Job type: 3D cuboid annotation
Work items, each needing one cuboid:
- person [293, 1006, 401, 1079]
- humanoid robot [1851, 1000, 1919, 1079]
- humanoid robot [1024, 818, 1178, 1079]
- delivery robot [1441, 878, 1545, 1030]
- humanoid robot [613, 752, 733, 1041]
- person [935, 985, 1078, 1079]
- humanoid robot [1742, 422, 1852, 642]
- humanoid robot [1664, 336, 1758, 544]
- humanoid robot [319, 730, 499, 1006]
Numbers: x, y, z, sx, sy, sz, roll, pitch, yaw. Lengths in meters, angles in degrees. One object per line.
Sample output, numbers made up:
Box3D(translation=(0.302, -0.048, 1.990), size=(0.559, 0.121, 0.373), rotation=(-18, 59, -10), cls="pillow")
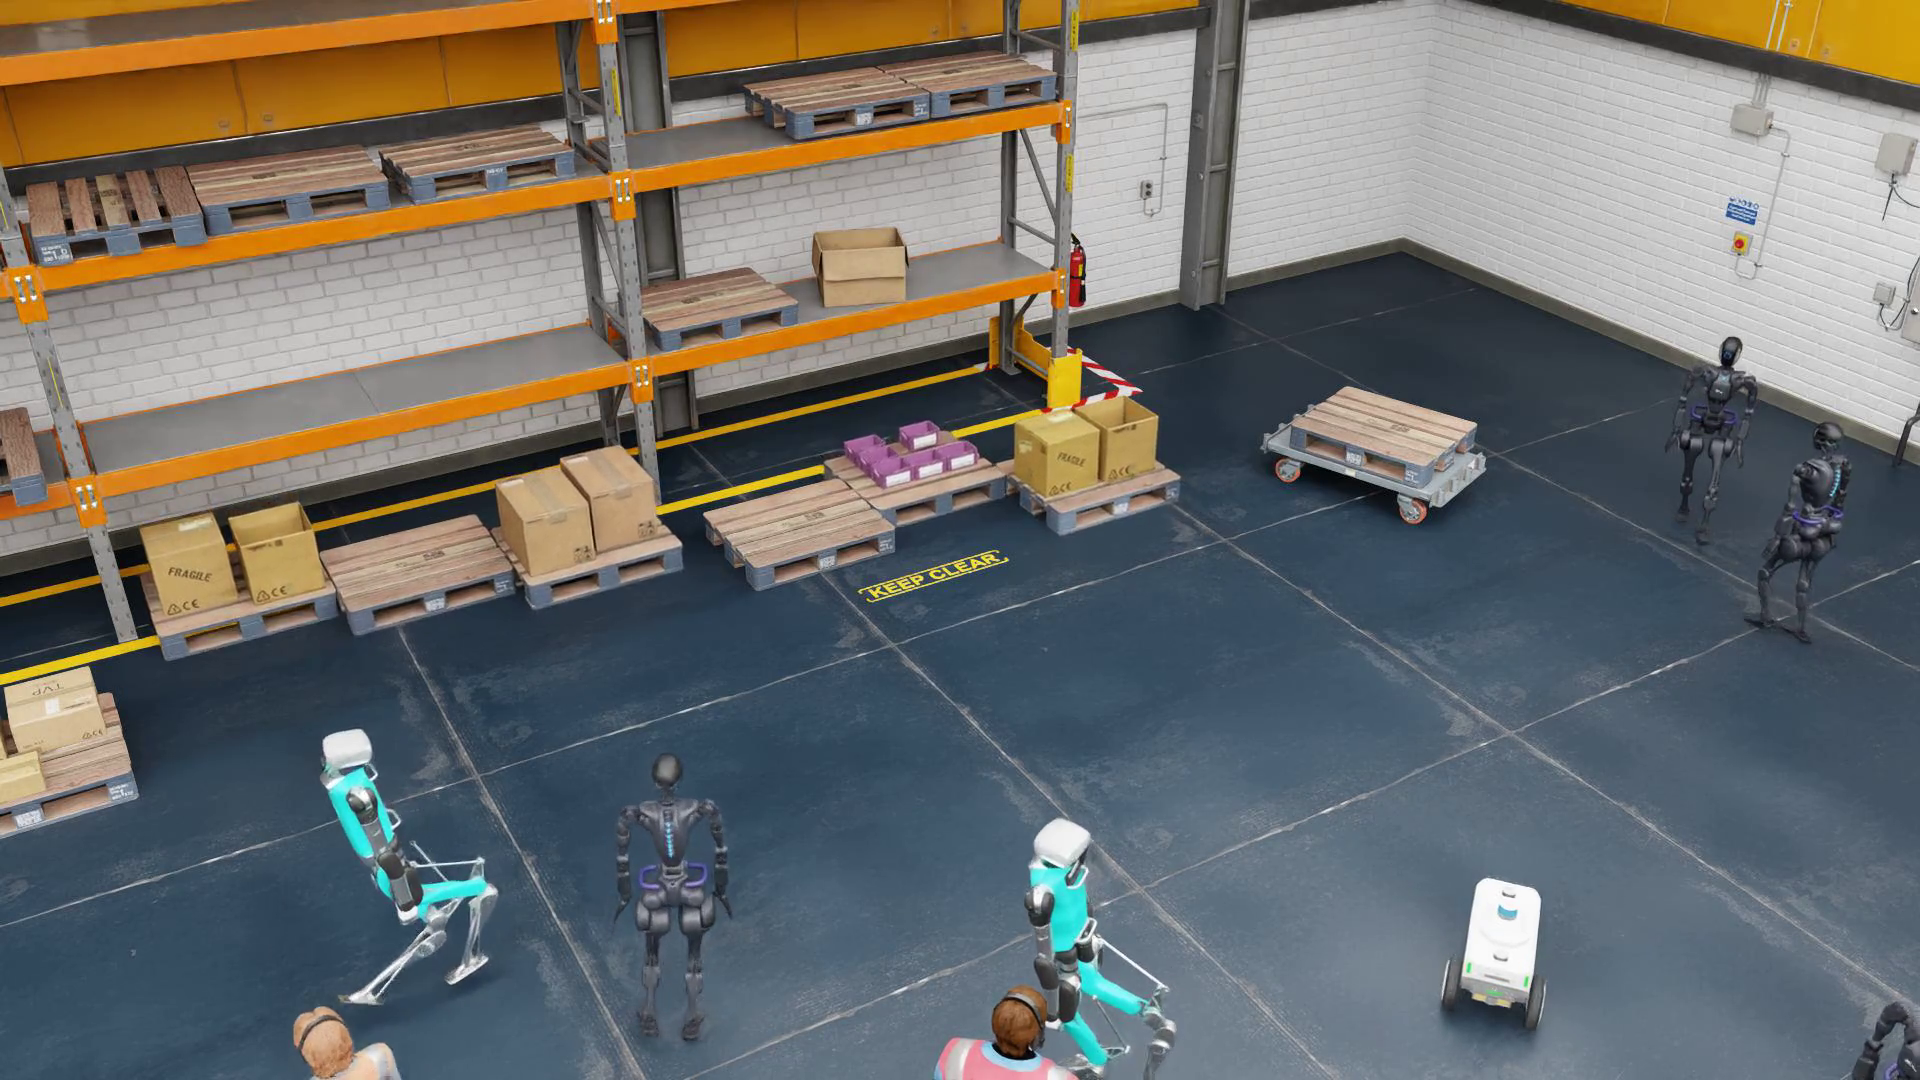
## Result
Box3D(translation=(-2.488, 2.627, 6.956), size=(0.694, 1.616, 0.523), rotation=(25, 38, 37), cls="person")
Box3D(translation=(4.153, 2.500, 7.186), size=(0.797, 1.619, 0.603), rotation=(-13, 32, -21), cls="humanoid robot")
Box3D(translation=(0.674, 2.105, 7.789), size=(1.054, 1.735, 0.541), rotation=(13, 32, 21), cls="humanoid robot")
Box3D(translation=(2.868, 2.183, 8.839), size=(0.499, 0.613, 0.807), rotation=(10, 31, 18), cls="delivery robot")
Box3D(translation=(-1.455, 1.803, 8.357), size=(0.606, 1.637, 0.375), rotation=(-4, 30, -7), cls="humanoid robot")
Box3D(translation=(0.212, 2.565, 6.853), size=(0.628, 1.835, 0.431), rotation=(11, 31, 19), cls="person")
Box3D(translation=(5.926, -0.070, 11.671), size=(0.616, 1.637, 0.502), rotation=(-11, 31, -19), cls="humanoid robot")
Box3D(translation=(5.845, -0.807, 12.987), size=(0.589, 1.635, 0.657), rotation=(14, 32, 23), cls="humanoid robot")
Box3D(translation=(-2.807, 1.664, 8.521), size=(1.031, 1.726, 0.568), rotation=(-20, 35, -31), cls="humanoid robot")
